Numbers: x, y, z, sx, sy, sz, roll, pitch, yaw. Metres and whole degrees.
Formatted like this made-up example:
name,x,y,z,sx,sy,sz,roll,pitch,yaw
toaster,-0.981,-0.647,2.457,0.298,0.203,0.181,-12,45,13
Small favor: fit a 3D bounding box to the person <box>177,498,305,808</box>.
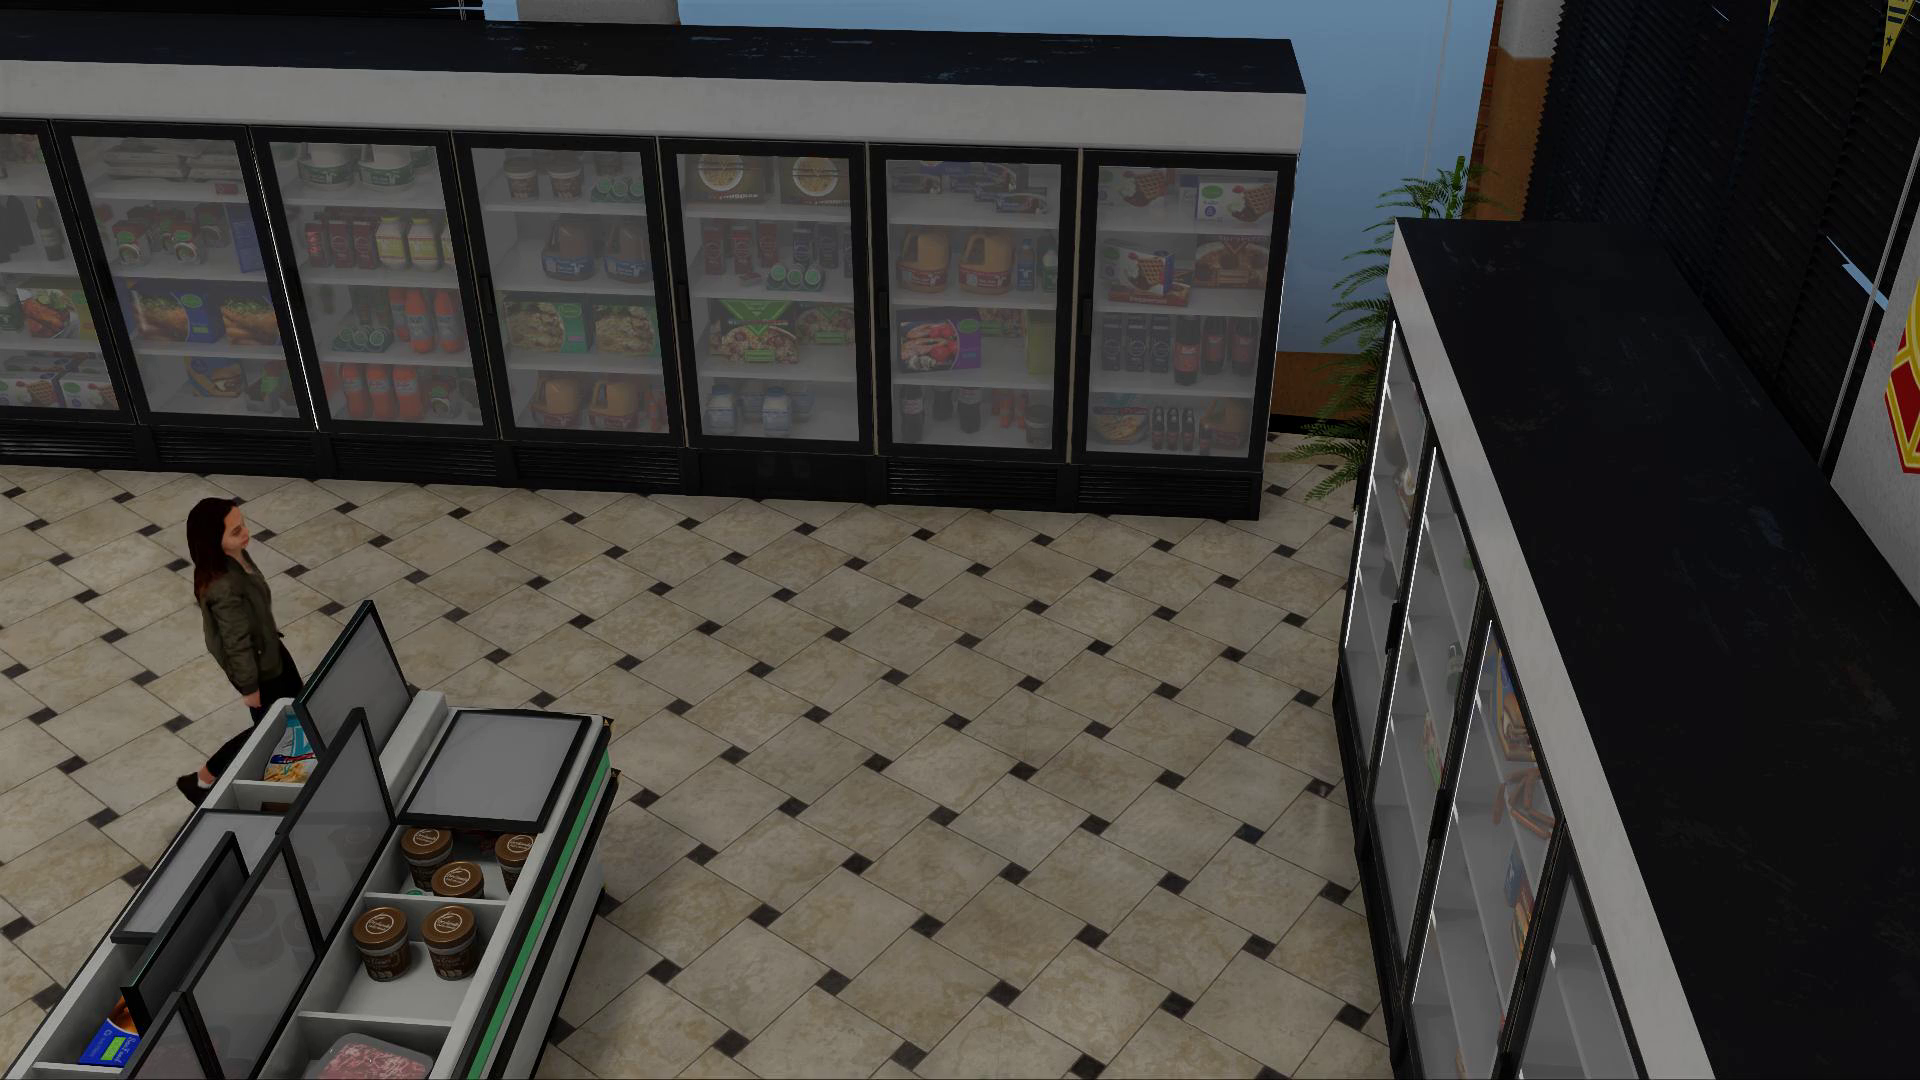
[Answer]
name,x,y,z,sx,sy,sz,roll,pitch,yaw
person,-2.831,0.488,6.510,0.882,1.458,0.934,-12,34,-19
